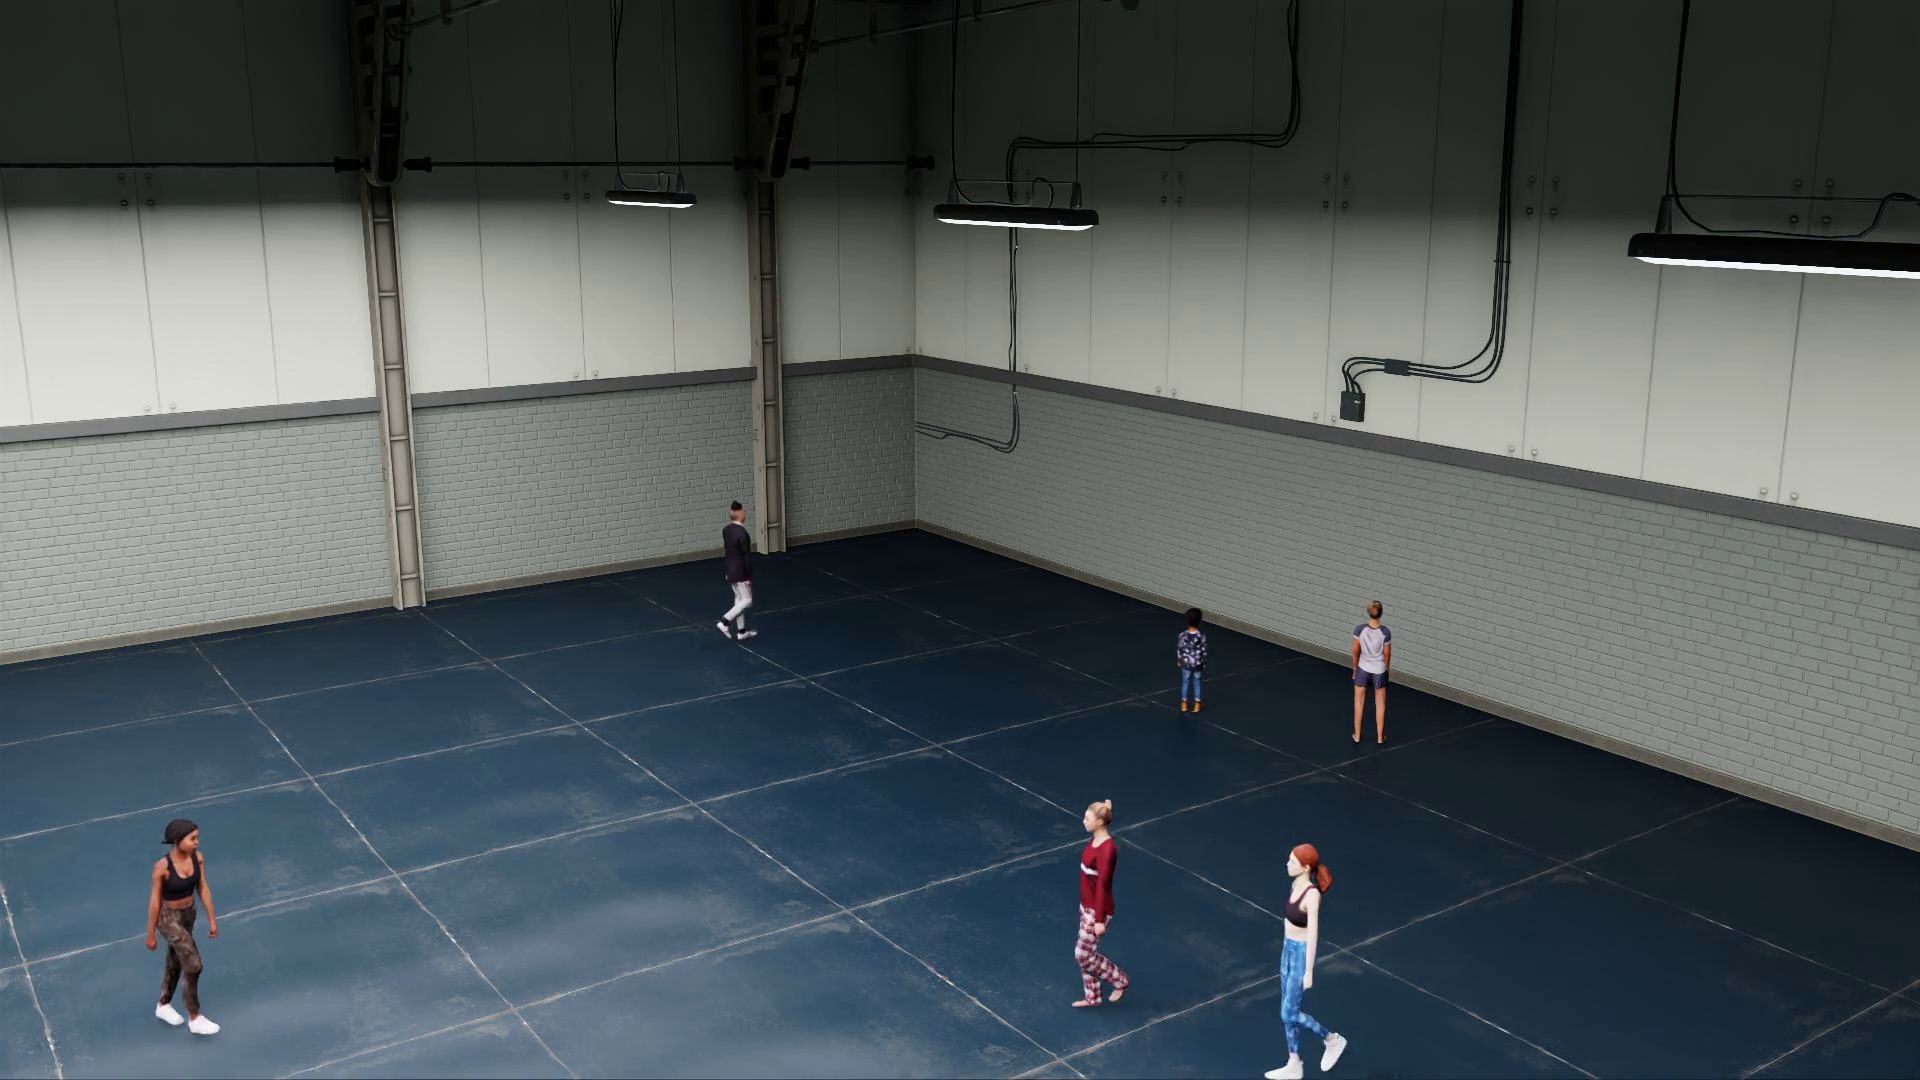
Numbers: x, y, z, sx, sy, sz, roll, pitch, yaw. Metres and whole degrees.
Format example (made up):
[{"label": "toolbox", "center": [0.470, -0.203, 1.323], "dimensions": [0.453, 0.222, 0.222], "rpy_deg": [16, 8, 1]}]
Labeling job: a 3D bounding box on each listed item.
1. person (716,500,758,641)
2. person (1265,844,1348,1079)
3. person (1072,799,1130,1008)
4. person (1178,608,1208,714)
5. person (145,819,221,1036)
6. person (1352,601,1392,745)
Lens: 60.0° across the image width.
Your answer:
[{"label": "person", "center": [-3.058, 0.431, 22.320], "dimensions": [0.944, 1.937, 0.761], "rpy_deg": [-11, 17, -40]}, {"label": "person", "center": [2.462, 2.981, 11.672], "dimensions": [0.894, 1.774, 0.765], "rpy_deg": [-2, 13, -7]}, {"label": "person", "center": [1.107, 2.794, 12.671], "dimensions": [0.825, 1.688, 0.783], "rpy_deg": [-2, 13, -9]}, {"label": "person", "center": [2.740, 1.410, 19.617], "dimensions": [0.576, 1.249, 0.629], "rpy_deg": [3, 13, 13]}, {"label": "person", "center": [-5.897, 2.872, 12.401], "dimensions": [0.925, 1.657, 0.934], "rpy_deg": [7, 15, 28]}, {"label": "person", "center": [4.589, 1.465, 18.532], "dimensions": [0.661, 1.633, 0.706], "rpy_deg": [3, 13, 14]}]
